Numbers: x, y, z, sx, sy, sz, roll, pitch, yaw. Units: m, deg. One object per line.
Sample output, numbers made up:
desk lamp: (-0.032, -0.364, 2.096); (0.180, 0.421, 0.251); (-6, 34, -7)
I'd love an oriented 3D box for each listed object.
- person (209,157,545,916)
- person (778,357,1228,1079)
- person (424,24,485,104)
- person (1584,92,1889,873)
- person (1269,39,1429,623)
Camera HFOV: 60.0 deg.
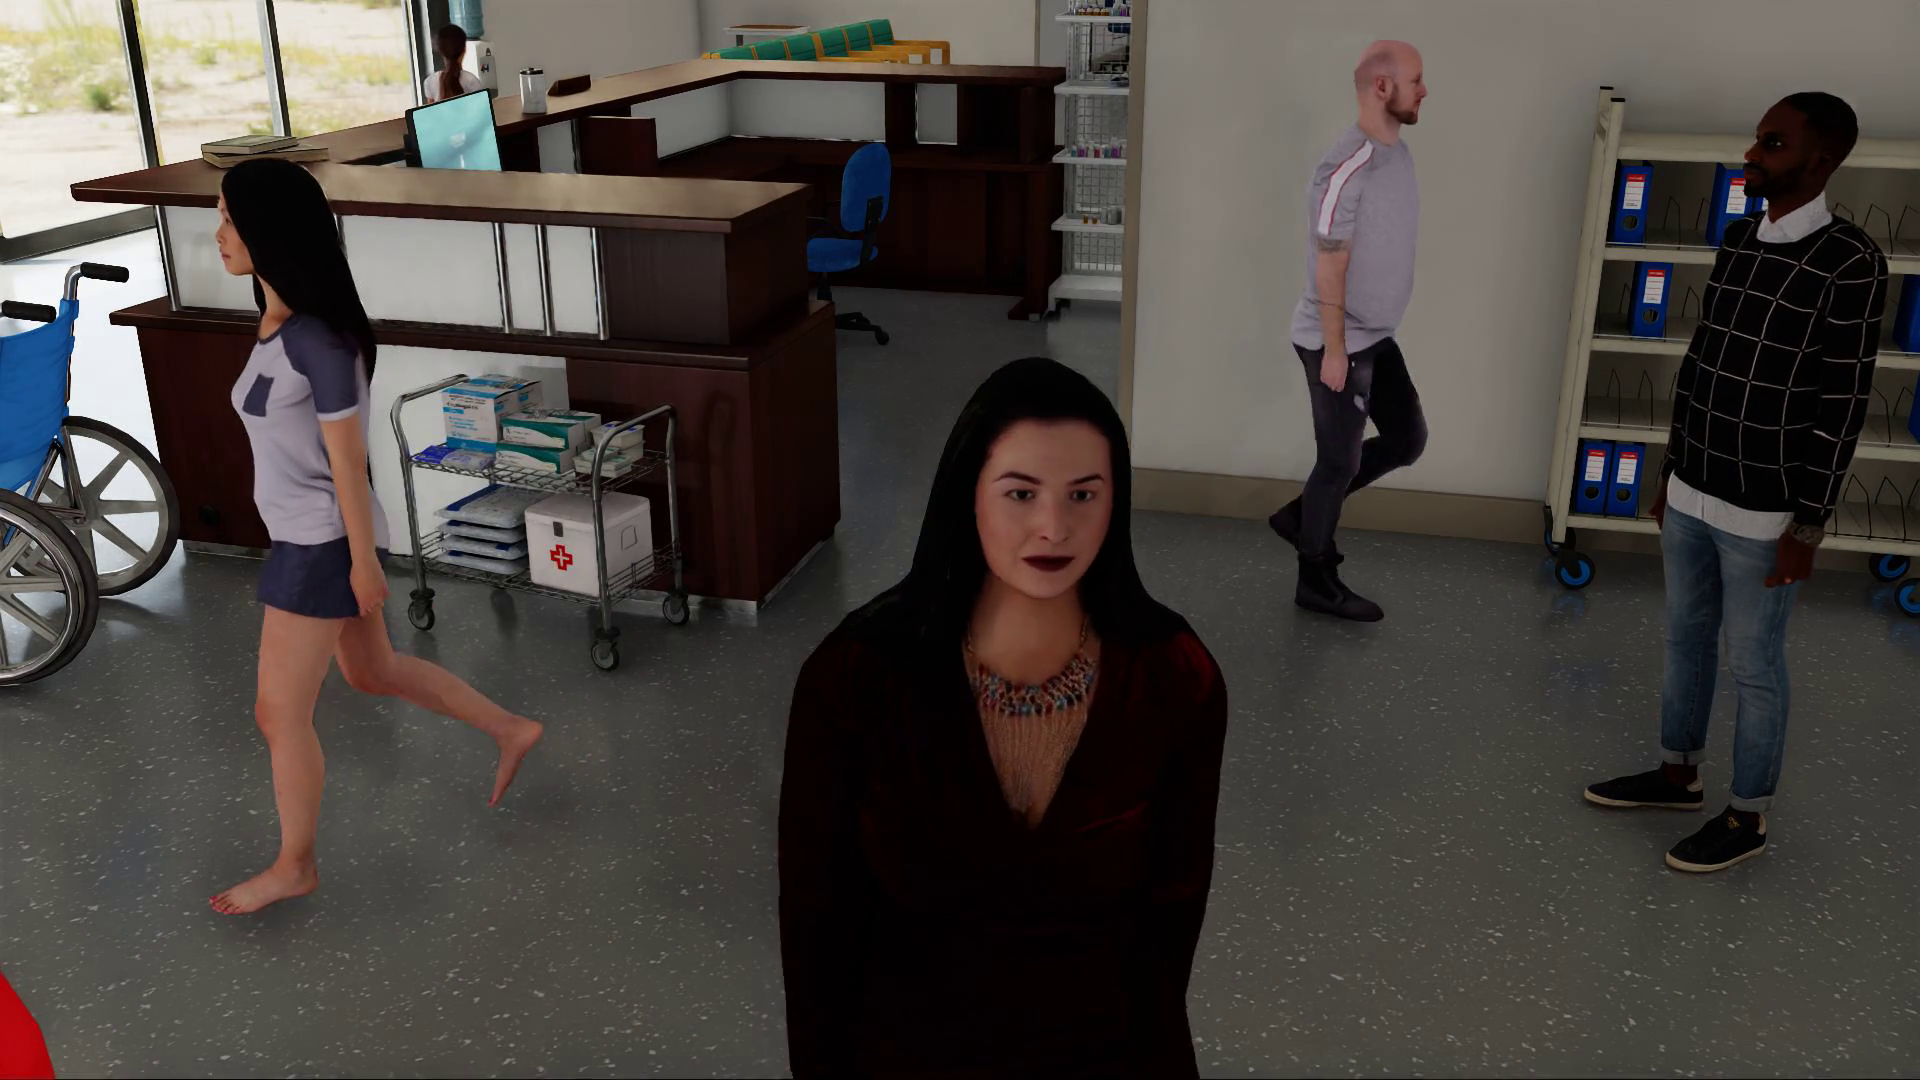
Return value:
person: (-1.359, -0.001, 3.790); (1.095, 1.679, 1.075); (-13, 24, -31)
person: (0.023, 0.616, 2.111); (1.117, 1.714, 0.926); (0, 21, -1)
person: (-3.025, -2.334, 10.113); (0.477, 1.562, 0.603); (4, 21, 9)
person: (1.858, -0.118, 3.896); (0.741, 1.821, 0.749); (-5, 21, -14)
person: (1.164, -0.648, 5.300); (0.853, 1.818, 0.810); (15, 25, 34)
